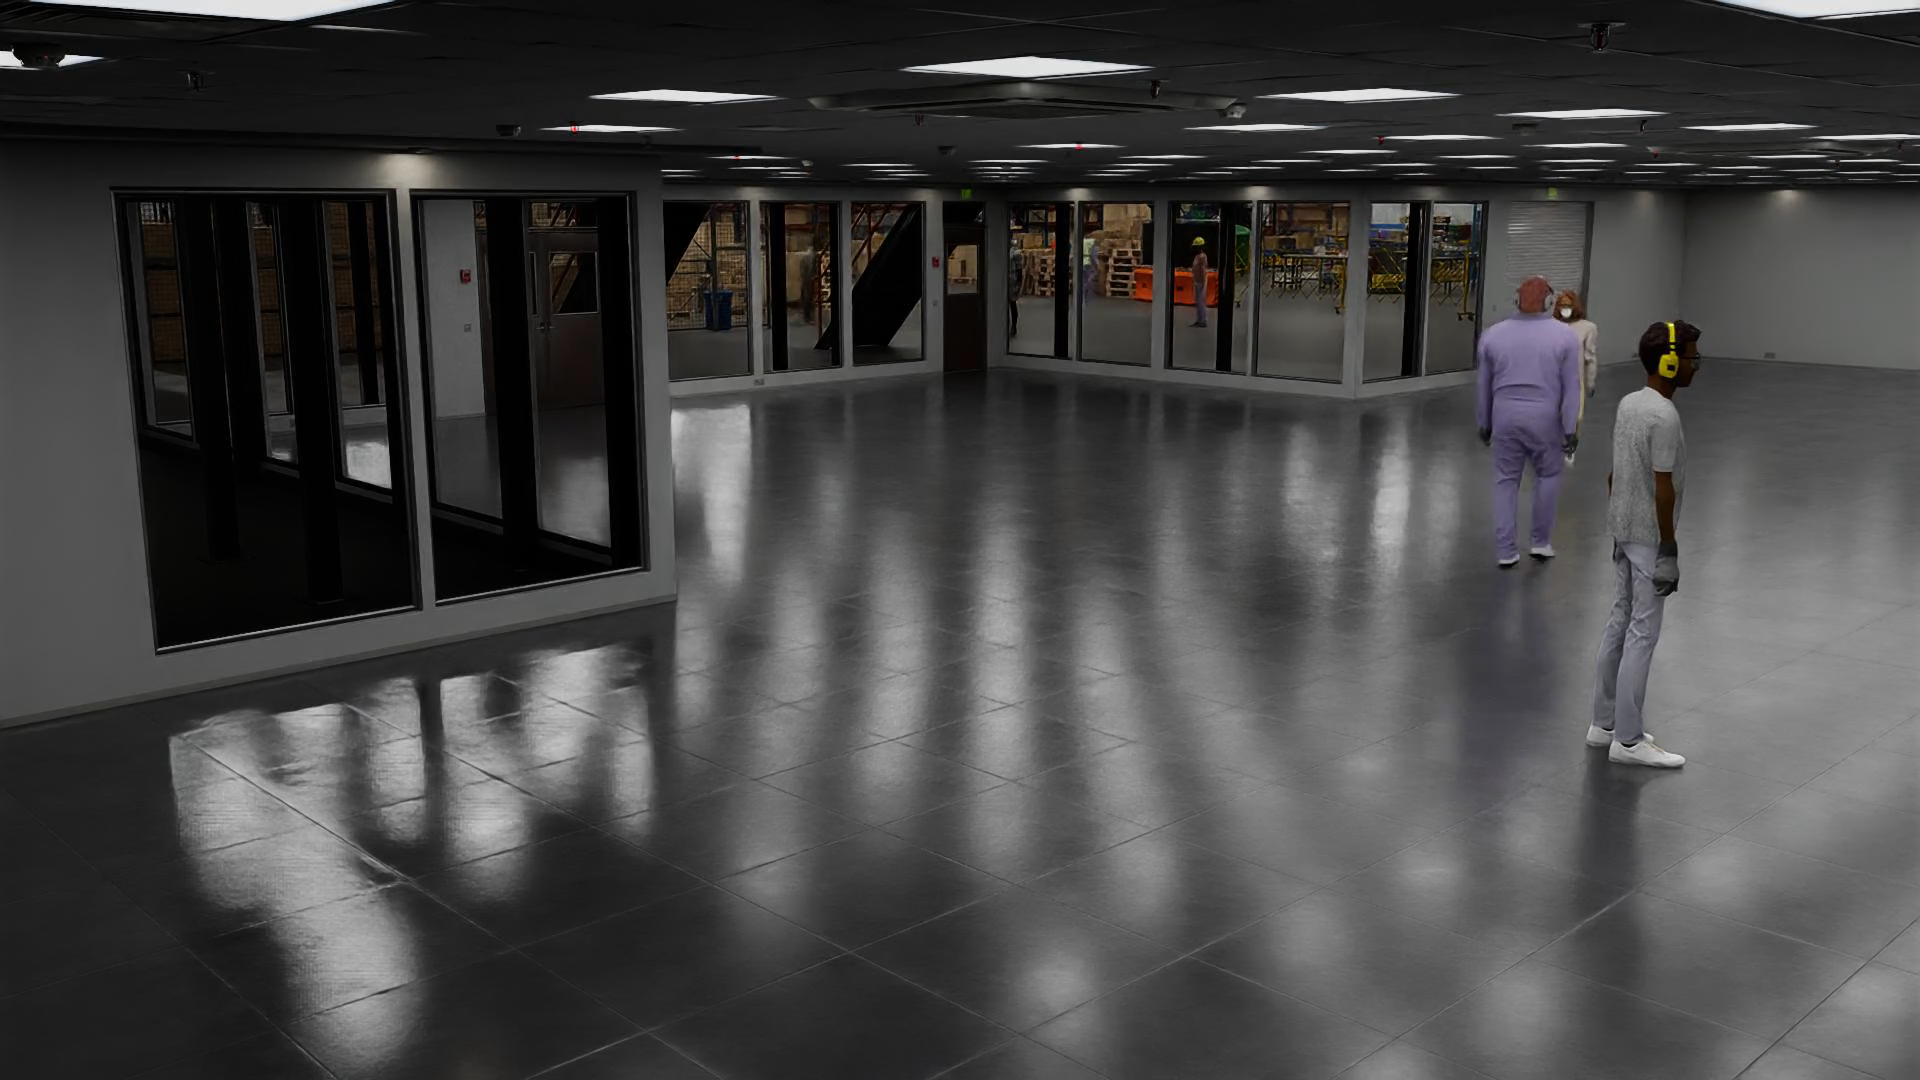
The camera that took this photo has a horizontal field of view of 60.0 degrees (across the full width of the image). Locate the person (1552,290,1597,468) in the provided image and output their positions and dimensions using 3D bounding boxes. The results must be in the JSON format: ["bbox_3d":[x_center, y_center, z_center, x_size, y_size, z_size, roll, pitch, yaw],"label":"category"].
[{"bbox_3d":[5.294,-1.377,14.586,0.522,1.618,0.380,4,12,21],"label":"person"}]

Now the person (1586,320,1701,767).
[{"bbox_3d":[2.895,0.014,7.002,0.310,1.868,0.532,0,11,0],"label":"person"}]

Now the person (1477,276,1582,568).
[{"bbox_3d":[3.734,-0.776,10.888,0.680,1.883,0.689,7,13,32],"label":"person"}]
